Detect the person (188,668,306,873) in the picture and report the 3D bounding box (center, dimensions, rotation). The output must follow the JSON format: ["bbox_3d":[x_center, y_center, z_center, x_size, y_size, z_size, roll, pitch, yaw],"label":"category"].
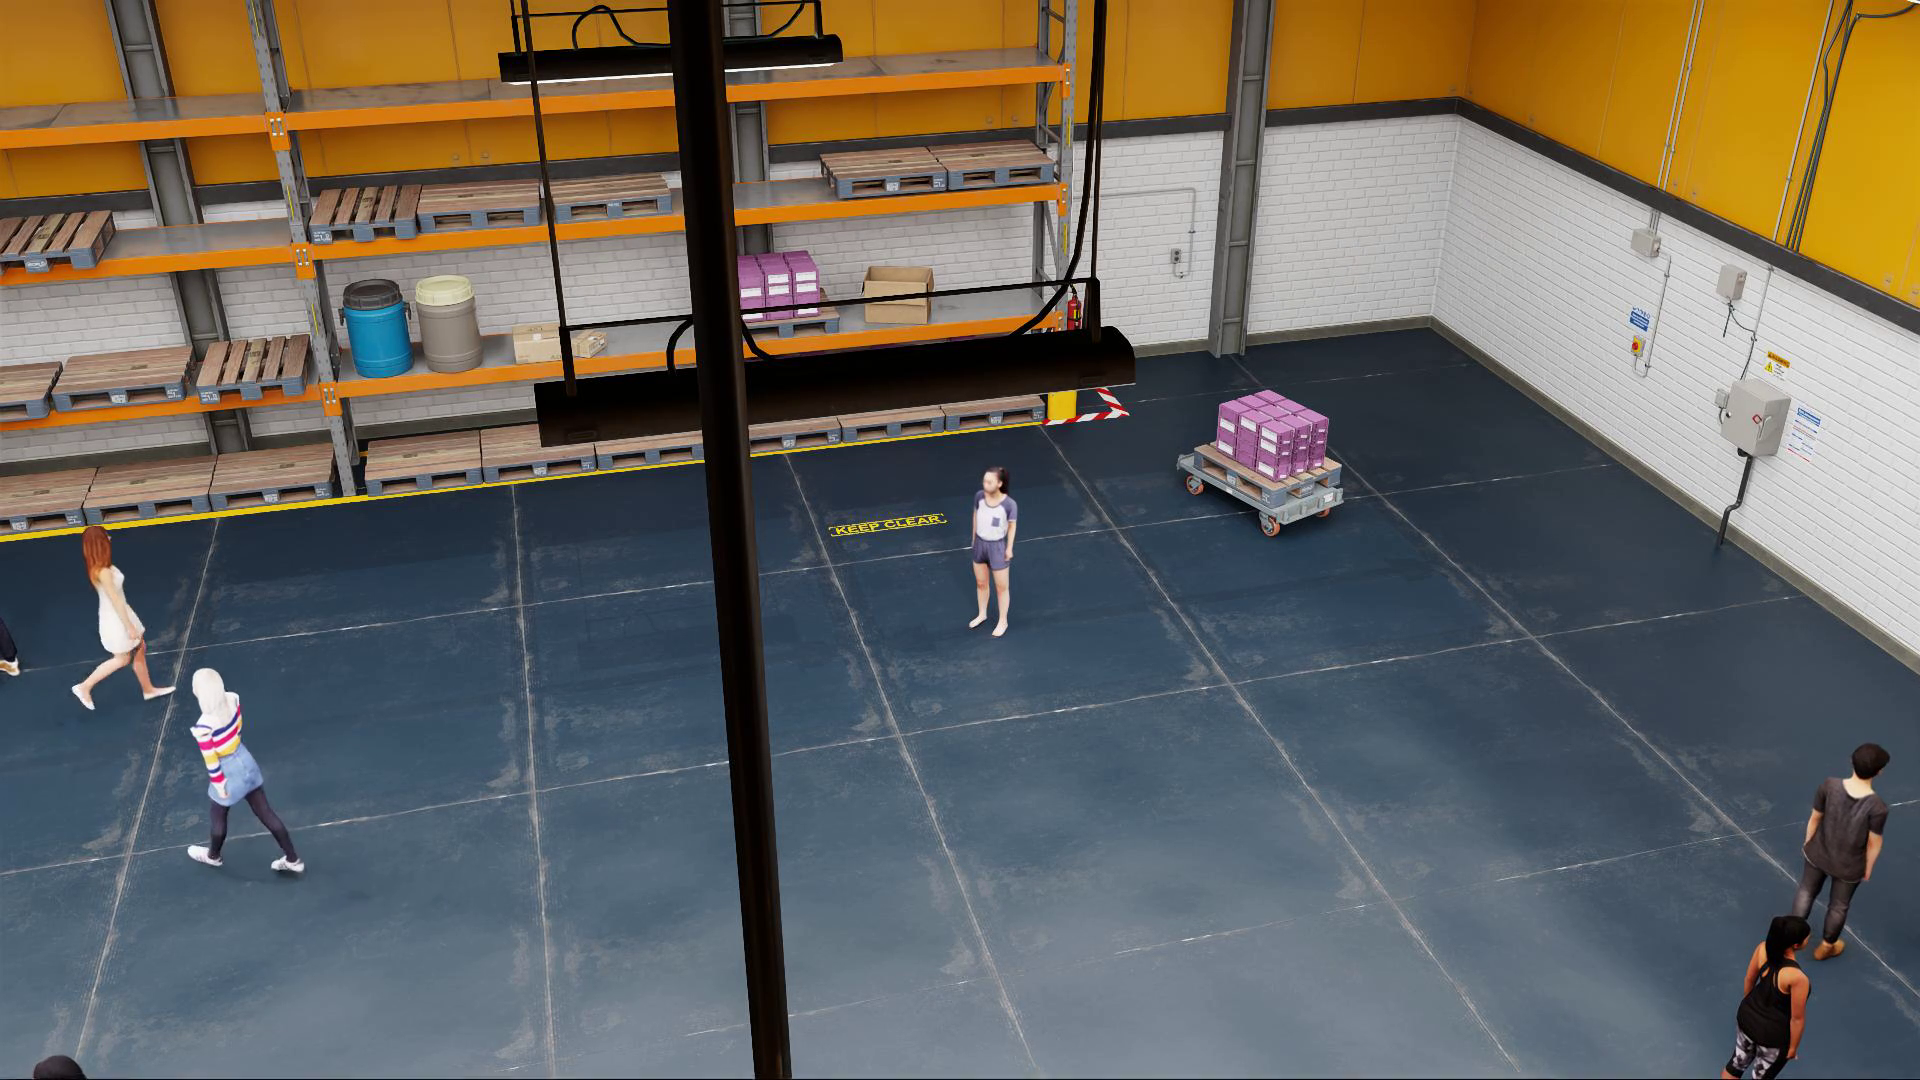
[{"bbox_3d":[-5.165,1.707,12.022,1.229,1.762,1.040,8,30,14],"label":"person"}]

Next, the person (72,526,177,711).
[{"bbox_3d":[-7.175,0.695,13.954,1.048,1.688,0.730,-15,32,-25],"label":"person"}]

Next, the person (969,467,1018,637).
[{"bbox_3d":[0.296,0.082,15.116,0.672,1.650,0.718,18,33,29],"label":"person"}]

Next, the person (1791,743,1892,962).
[{"bbox_3d":[5.984,2.115,11.321,0.701,1.716,0.701,-24,36,-36],"label":"person"}]

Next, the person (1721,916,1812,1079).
[{"bbox_3d":[4.824,2.896,9.949,0.506,1.658,0.580,-8,30,-15],"label":"person"}]
